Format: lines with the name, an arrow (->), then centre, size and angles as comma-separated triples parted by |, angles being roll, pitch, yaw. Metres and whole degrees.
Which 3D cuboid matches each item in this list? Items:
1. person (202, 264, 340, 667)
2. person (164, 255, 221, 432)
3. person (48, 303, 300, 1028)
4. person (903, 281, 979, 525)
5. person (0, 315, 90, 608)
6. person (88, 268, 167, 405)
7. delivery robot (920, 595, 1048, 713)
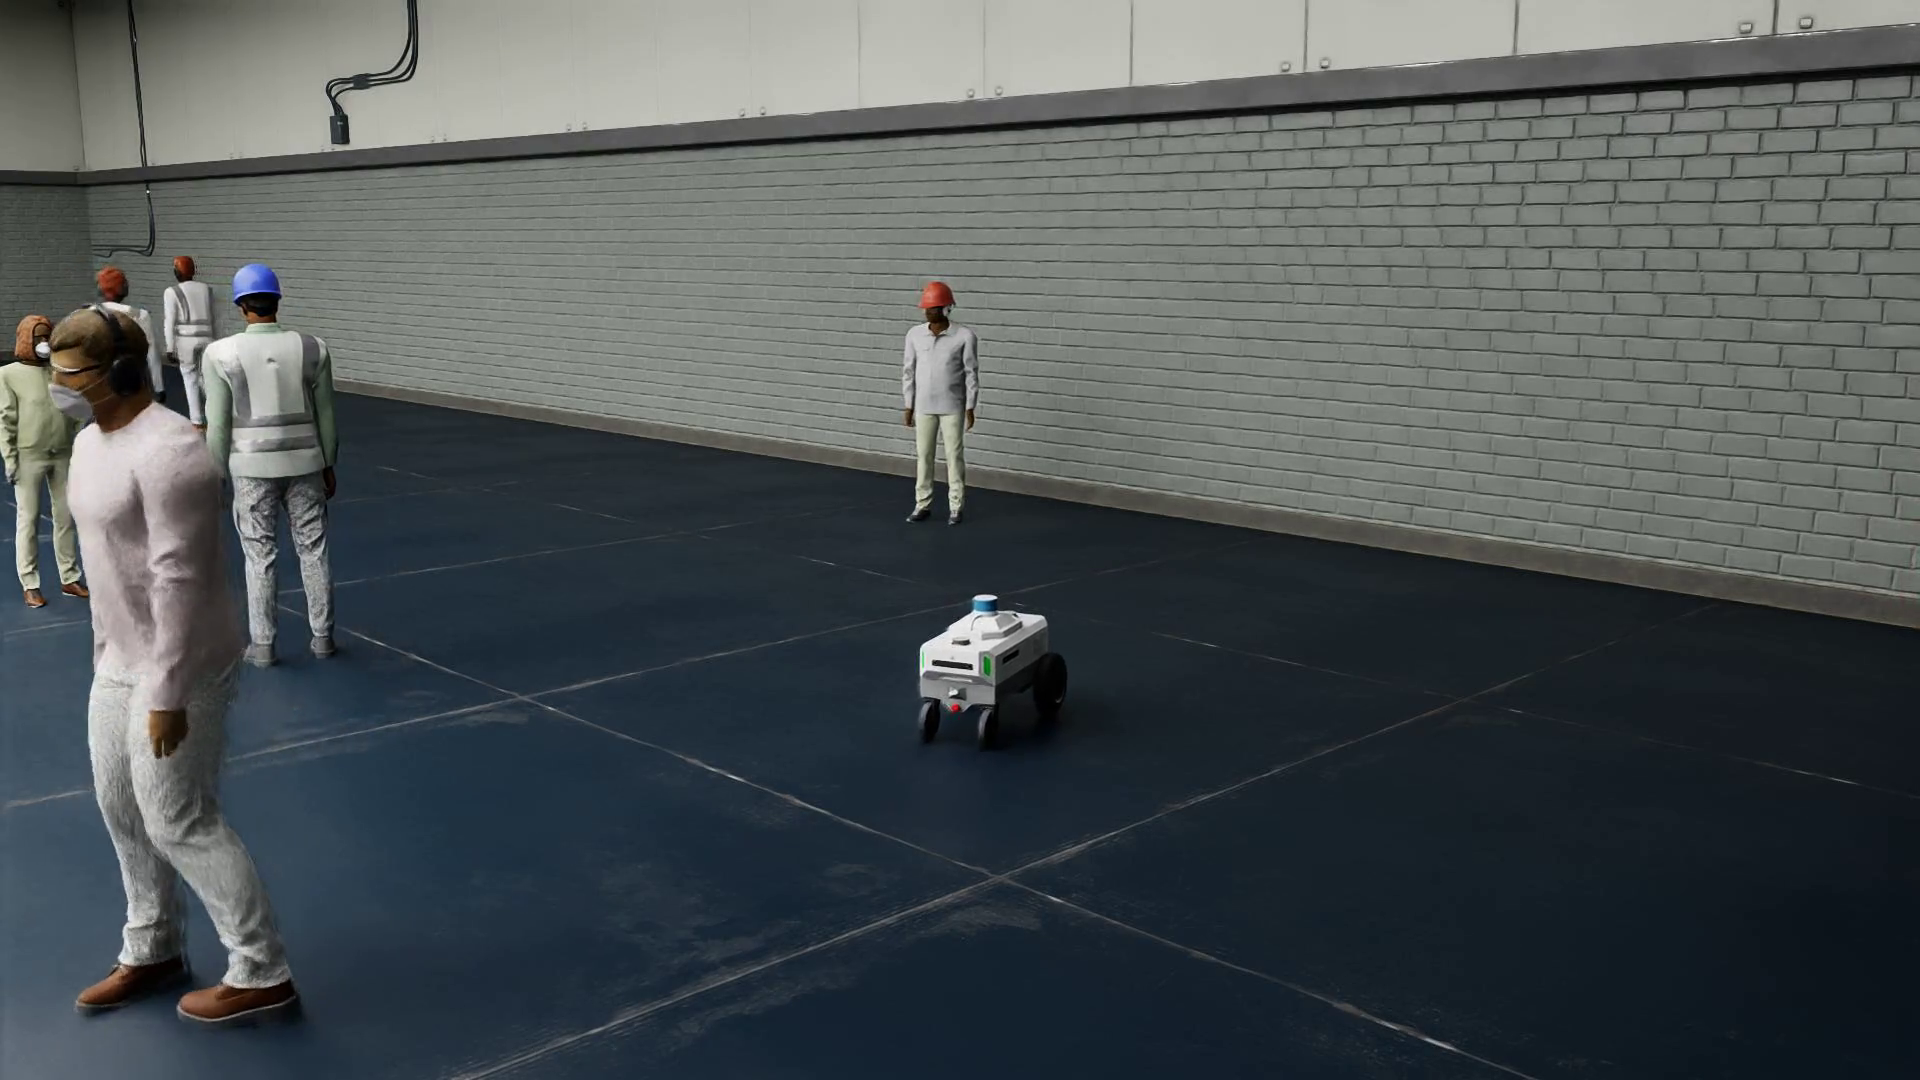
person -> -3.317, -0.354, 8.052 | 0.602, 1.939, 0.399 | -7, 13, -34
person -> -8.089, -2.058, 17.528 | 0.414, 1.872, 0.609 | 6, 12, 31
person -> -2.111, 0.341, 4.359 | 0.681, 1.919, 0.418 | 10, 14, 43
person -> -0.150, -0.980, 11.981 | 0.564, 1.748, 0.339 | 4, 11, 19
person -> -5.162, -0.450, 9.405 | 0.280, 1.634, 0.498 | 7, 13, 34
person -> -6.585, -1.206, 13.037 | 0.582, 1.826, 1.033 | -1, 10, -4
delivery robot -> 0.108, 0.477, 7.042 | 0.477, 0.478, 0.707 | 5, 11, 23
